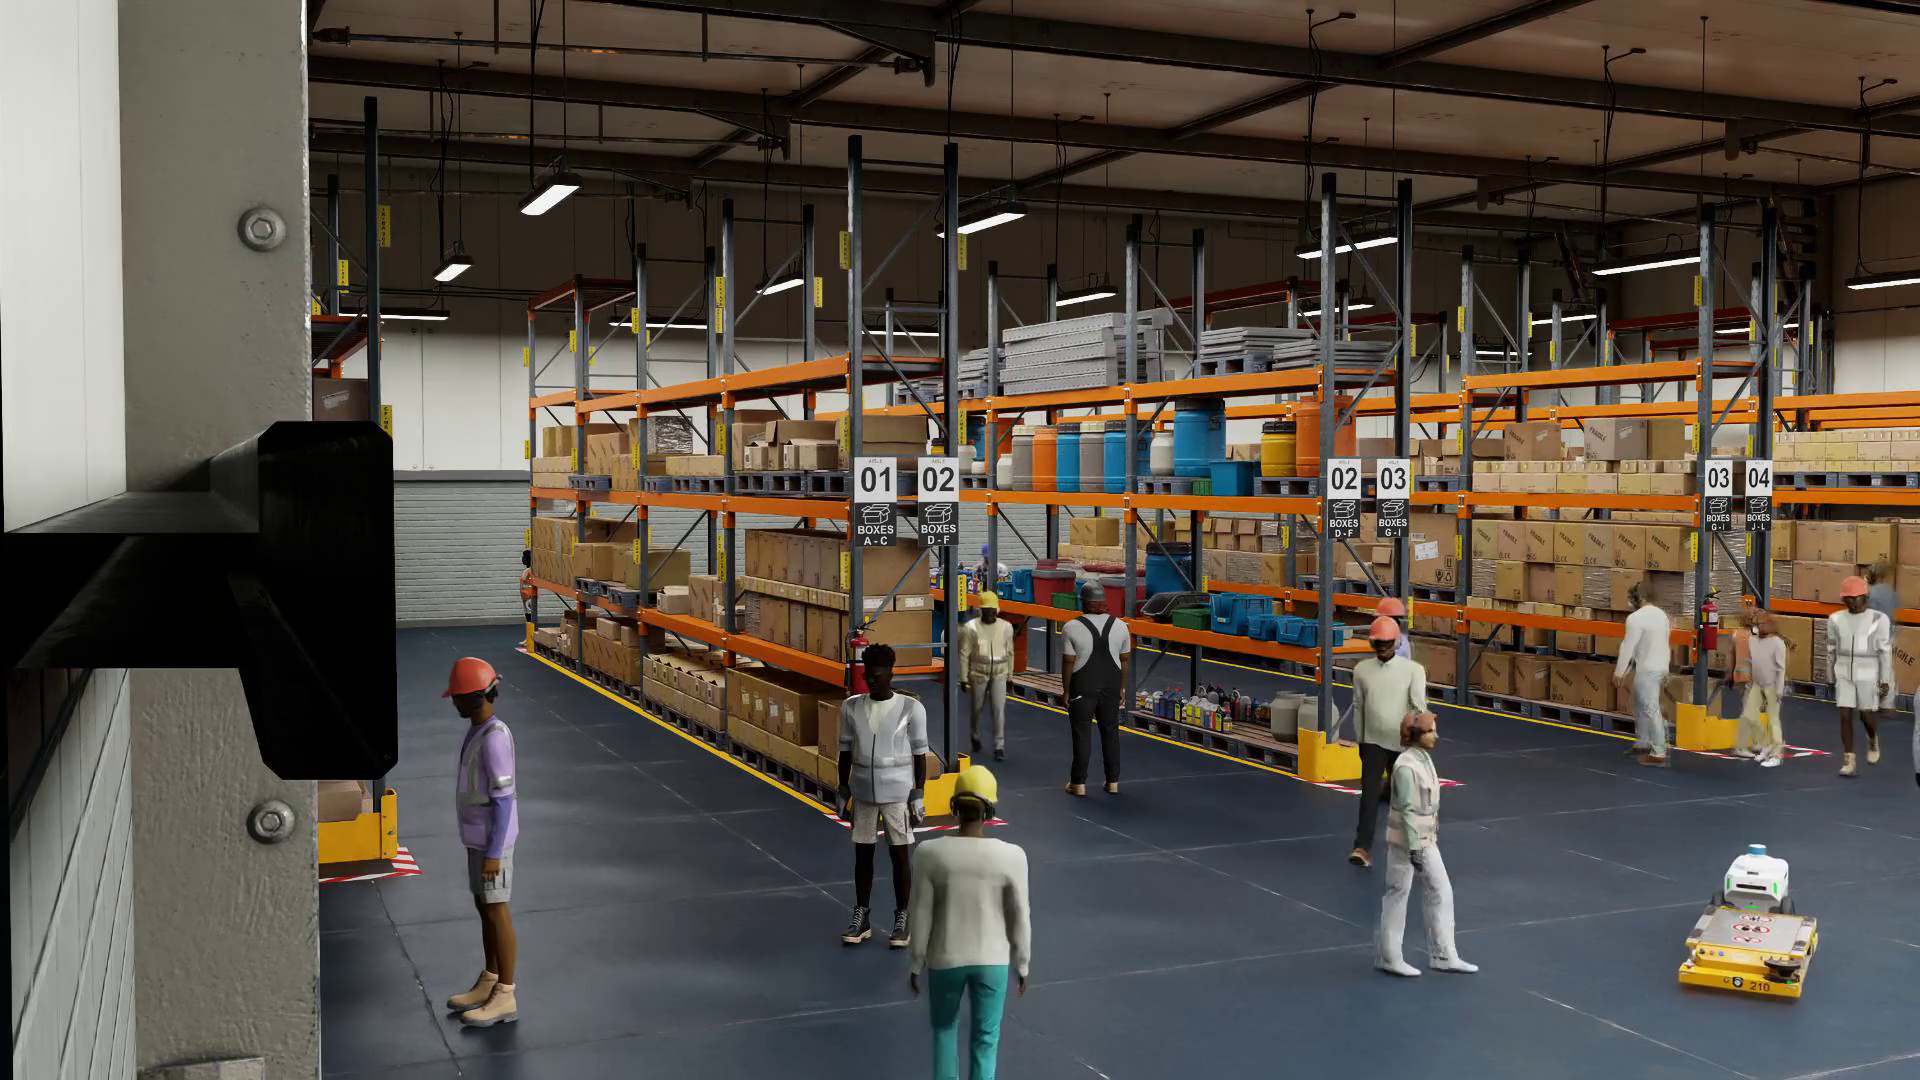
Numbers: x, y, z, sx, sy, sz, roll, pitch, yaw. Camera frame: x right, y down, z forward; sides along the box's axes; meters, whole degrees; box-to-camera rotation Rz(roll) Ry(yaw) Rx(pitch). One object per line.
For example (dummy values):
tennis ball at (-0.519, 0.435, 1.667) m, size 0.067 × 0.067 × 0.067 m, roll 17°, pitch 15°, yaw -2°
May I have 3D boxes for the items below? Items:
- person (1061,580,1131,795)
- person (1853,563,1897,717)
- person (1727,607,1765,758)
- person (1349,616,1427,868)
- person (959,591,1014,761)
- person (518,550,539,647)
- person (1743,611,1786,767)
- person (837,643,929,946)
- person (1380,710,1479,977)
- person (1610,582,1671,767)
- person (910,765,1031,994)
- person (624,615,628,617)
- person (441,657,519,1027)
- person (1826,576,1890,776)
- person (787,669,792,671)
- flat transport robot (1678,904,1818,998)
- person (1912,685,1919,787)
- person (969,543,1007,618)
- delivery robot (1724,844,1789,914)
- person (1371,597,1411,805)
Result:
person at (1.257, 1.417, 17.137) m, size 0.683 × 2.000 × 0.537 m, roll -1°, pitch 2°, yaw -16°
person at (11.452, 1.247, 22.563) m, size 0.663 × 1.915 × 0.720 m, roll -1°, pitch 3°, yaw -34°
person at (8.574, 1.523, 19.229) m, size 0.727 × 1.606 × 0.551 m, roll -1°, pitch 2°, yaw -20°
person at (3.324, 1.565, 13.935) m, size 0.629 × 1.936 × 1.043 m, roll 1°, pitch 3°, yaw 30°
person at (0.283, 1.434, 19.363) m, size 0.606 × 1.800 × 0.892 m, roll 0°, pitch 2°, yaw -9°
person at (-7.534, 1.022, 31.319) m, size 0.318 × 1.697 × 0.535 m, roll -1°, pitch 3°, yaw -29°
person at (8.383, 1.543, 18.633) m, size 0.359 × 1.616 × 0.516 m, roll -1°, pitch 2°, yaw -21°
person at (-0.515, 1.643, 11.647) m, size 0.612 × 1.962 × 0.361 m, roll 1°, pitch 2°, yaw 16°
person at (2.847, 1.843, 10.805) m, size 0.674 × 1.614 × 0.541 m, roll 1°, pitch 3°, yaw 32°
person at (7.153, 1.398, 18.797) m, size 0.706 × 1.901 × 0.687 m, roll 2°, pitch 3°, yaw 45°
person at (0.050, 1.885, 8.009) m, size 0.545 × 1.748 × 0.409 m, roll 0°, pitch 2°, yaw 4°
person at (-5.713, 0.897, 31.451) m, size 0.371 × 1.941 × 0.627 m, roll 0°, pitch 2°, yaw 10°
person at (-2.682, 1.671, 10.027) m, size 0.404 × 2.035 × 0.609 m, roll -1°, pitch 2°, yaw -25°
person at (9.108, 1.365, 18.155) m, size 0.615 × 2.022 × 0.583 m, roll 2°, pitch 3°, yaw 43°
person at (-2.264, 1.215, 24.670) m, size 0.591 × 1.819 × 0.644 m, roll -1°, pitch 2°, yaw -19°
flat transport robot at (4.901, 2.520, 11.094) m, size 0.652 × 0.197 × 1.431 m, roll 1°, pitch 3°, yaw 30°
person at (7.284, 1.654, 13.050) m, size 0.639 × 1.832 × 0.519 m, roll 1°, pitch 2°, yaw 23°
person at (0.444, 1.015, 28.553) m, size 0.646 × 1.925 × 0.488 m, roll 0°, pitch 2°, yaw 9°
delivery robot at (5.368, 2.297, 12.065) m, size 0.477 × 0.478 × 0.707 m, roll 1°, pitch 2°, yaw 30°
person at (4.022, 1.480, 16.456) m, size 0.516 × 1.921 × 0.551 m, roll 1°, pitch 2°, yaw 18°
